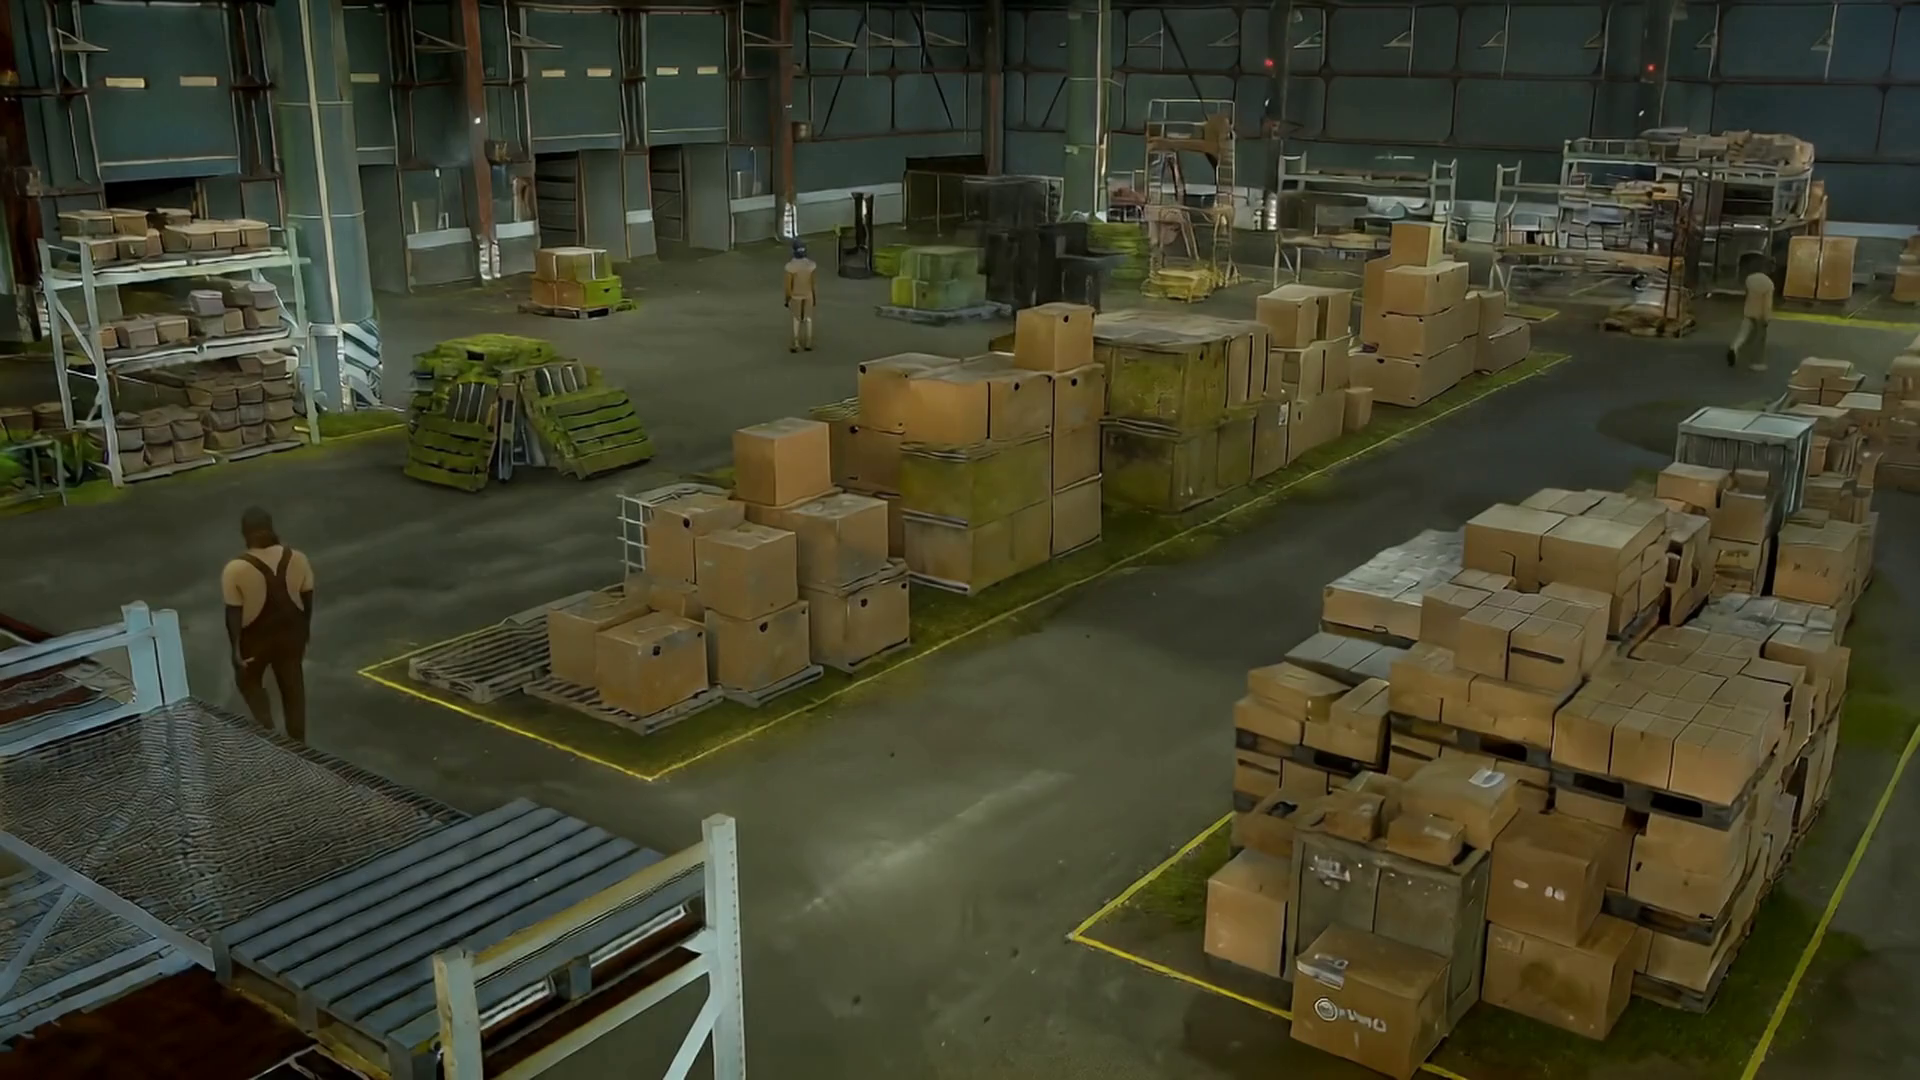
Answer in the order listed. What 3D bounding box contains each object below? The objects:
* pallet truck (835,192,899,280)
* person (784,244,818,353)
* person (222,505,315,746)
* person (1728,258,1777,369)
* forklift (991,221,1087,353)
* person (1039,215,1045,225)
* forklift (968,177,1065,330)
[{"bbox_3d":[-1.936,-7.159,38.982,1.885,1.965,0.823,-12,21,-34],"label":"pallet truck"},{"bbox_3d":[-2.837,-4.311,29.681,0.635,1.929,0.387,-9,19,-27],"label":"person"},{"bbox_3d":[-5.341,0.704,12.874,0.538,2.000,0.701,15,23,41],"label":"person"},{"bbox_3d":[13.390,-3.789,27.996,0.741,1.908,0.660,-6,18,-20],"label":"person"},{"bbox_3d":[1.463,-3.273,24.612,1.873,2.768,1.129,12,21,35],"label":"forklift"},{"bbox_3d":[1.773,-6.327,36.767,0.536,1.670,0.721,0,17,1],"label":"person"},{"bbox_3d":[1.139,-5.646,32.469,1.129,2.768,1.873,16,23,42],"label":"forklift"}]
